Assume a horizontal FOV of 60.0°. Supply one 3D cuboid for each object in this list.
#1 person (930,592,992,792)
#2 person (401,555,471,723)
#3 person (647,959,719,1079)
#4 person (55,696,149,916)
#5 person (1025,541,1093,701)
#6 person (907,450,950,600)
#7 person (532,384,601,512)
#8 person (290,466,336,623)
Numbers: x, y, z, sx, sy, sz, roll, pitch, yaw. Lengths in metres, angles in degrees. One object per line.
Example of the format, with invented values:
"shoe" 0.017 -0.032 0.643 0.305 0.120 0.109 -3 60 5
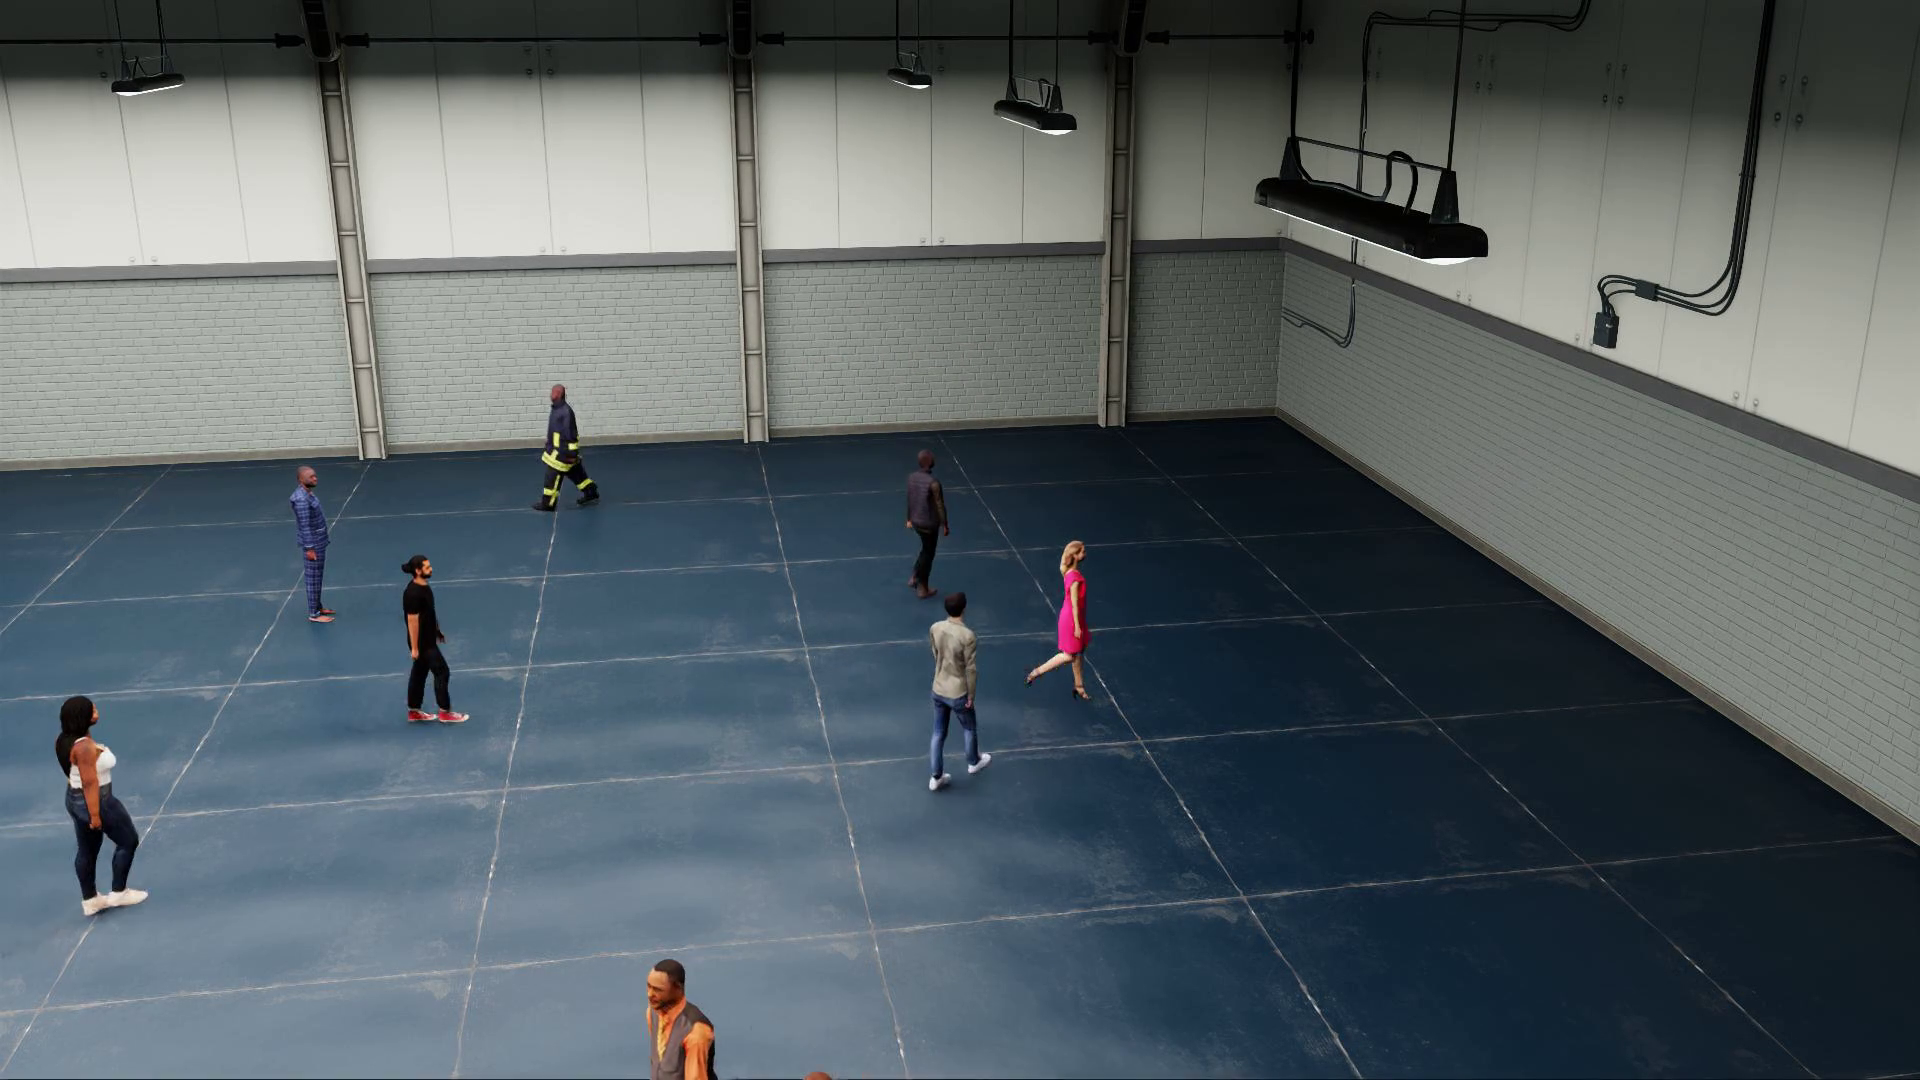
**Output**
"person" -0.130 1.393 14.959 1.077 1.834 1.128 11 21 30
"person" -5.357 0.996 16.333 0.833 1.737 0.650 -5 19 -14
"person" -1.448 3.192 9.395 1.244 1.858 1.348 14 23 37
"person" -6.808 2.096 12.862 0.798 1.795 0.851 16 24 39
"person" 1.053 0.840 16.863 0.983 1.706 0.738 1 18 4
"person" -0.465 -0.170 19.771 0.847 1.825 0.830 -14 22 -36
"person" -5.469 -1.303 23.315 1.295 1.785 0.957 -9 20 -25
"person" -7.467 0.026 19.171 0.606 1.824 0.680 -5 19 -15
